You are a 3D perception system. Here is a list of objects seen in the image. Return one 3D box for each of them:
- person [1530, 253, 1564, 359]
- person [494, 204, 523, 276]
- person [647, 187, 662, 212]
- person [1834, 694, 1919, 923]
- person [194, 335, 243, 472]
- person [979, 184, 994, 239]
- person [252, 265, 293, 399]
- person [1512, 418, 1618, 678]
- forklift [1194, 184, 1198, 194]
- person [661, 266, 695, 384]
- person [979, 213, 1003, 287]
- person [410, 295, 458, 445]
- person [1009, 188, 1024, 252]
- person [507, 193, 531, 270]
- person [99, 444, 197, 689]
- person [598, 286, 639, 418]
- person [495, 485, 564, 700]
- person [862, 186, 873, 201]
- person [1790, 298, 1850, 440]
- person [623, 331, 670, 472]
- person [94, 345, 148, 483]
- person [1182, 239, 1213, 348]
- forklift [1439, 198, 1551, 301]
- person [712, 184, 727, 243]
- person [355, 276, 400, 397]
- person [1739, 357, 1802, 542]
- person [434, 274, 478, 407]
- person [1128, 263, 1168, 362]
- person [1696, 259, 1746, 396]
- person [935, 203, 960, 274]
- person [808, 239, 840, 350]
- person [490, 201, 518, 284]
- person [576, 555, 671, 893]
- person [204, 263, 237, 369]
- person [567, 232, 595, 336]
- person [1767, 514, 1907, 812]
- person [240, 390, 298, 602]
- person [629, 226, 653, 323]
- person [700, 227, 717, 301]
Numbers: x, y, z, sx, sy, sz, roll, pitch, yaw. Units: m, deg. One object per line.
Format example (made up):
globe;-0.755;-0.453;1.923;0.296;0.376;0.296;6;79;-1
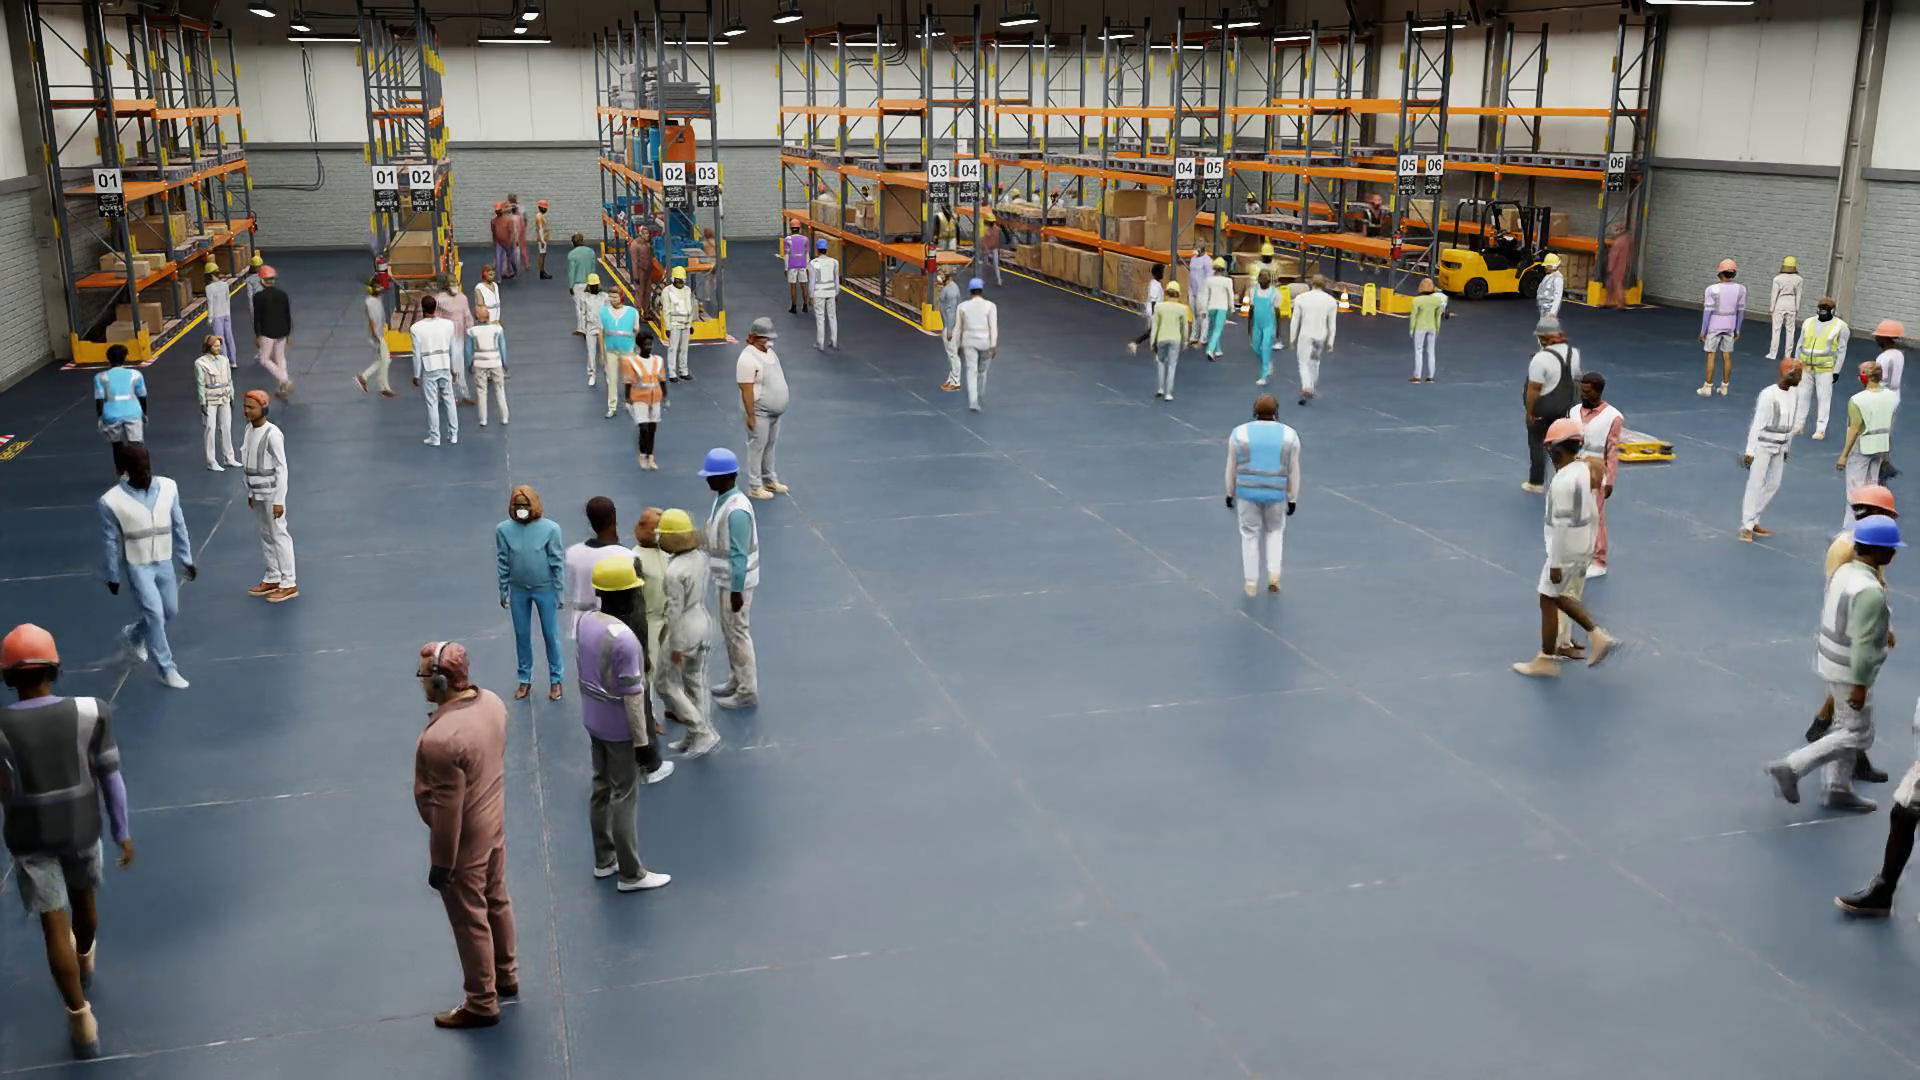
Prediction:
person;9.926;-3.914;28.062;0.404;1.833;0.587;0;15;0
person;-11.373;-7.572;41.905;0.794;1.808;0.644;12;19;38
person;-9.123;-9.507;48.893;1.009;1.936;0.646;14;21;43
person;5.107;1.180;8.744;0.805;1.910;0.688;4;15;16
person;-8.900;-1.642;19.905;0.313;1.634;0.514;6;16;22
person;0.783;-9.569;49.264;0.416;1.918;0.789;-12;19;-39
person;-10.101;-3.047;24.513;0.517;1.980;0.636;8;17;27
person;4.676;0.083;12.681;0.636;2.011;0.650;9;18;32
forklift;7.392;-11.333;53.972;1.873;2.768;1.129;-4;15;-15
person;-4.382;-3.363;25.998;0.404;1.828;0.592;10;18;34
person;0.702;-6.921;39.597;0.523;1.720;0.903;-6;16;-22
person;-6.732;-2.174;21.351;0.587;1.920;0.391;-12;19;-39
person;1.616;-9.292;48.315;0.419;1.821;0.616;12;19;38
person;-11.566;-8.059;43.264;0.725;2.000;1.039;-11;18;-35
person;-6.199;0.166;12.611;0.778;1.888;0.591;9;17;30
person;-4.729;-2.618;23.173;0.564;1.839;0.391;0;15;-1
person;-3.162;0.383;12.291;0.500;1.627;0.278;1;15;3
person;-2.733;-9.536;49.193;0.372;1.853;0.496;-10;18;-33
person;11.224;-2.247;21.770;0.429;1.847;0.625;-12;19;-37
person;-3.697;-1.641;19.780;0.556;1.679;0.454;-13;19;-39
person;-9.504;-1.382;18.881;0.565;1.640;0.898;-8;17;-26
person;4.260;-4.399;29.688;0.372;1.940;0.632;-7;16;-25
forklift;11.913;-6.508;37.130;2.313;2.155;1.214;-4;15;-15
person;-7.428;-10.054;51.181;0.404;1.827;0.590;-9;17;-30
person;-8.736;-3.010;24.677;0.625;1.823;0.596;-1;15;-4
person;8.083;-0.900;16.672;0.744;1.872;0.367;-9;18;-32
person;-7.244;-2.885;24.057;0.881;1.894;0.616;6;16;22
person;3.214;-3.849;28.109;0.629;1.675;0.539;1;15;4
person;11.351;-3.164;24.837;0.614;2.042;0.373;-1;15;-3
person;-0.318;-7.720;42.437;0.644;1.801;0.852;-2;15;-8
person;-2.423;-4.357;29.510;0.613;1.945;0.406;-10;18;-33
person;-10.986;-7.184;40.130;0.610;1.965;0.904;1;15;5
person;-1.914;1.020;9.313;0.381;1.928;0.587;-12;19;-37
person;-12.115;-3.643;27.177;0.316;1.767;0.522;4;15;13
person;-7.082;-4.789;31.173;0.364;1.933;0.630;11;18;36
person;5.427;0.775;10.218;0.592;1.929;0.632;4;15;16
person;-6.147;-0.395;14.725;0.581;1.884;0.351;13;20;40
person;-6.288;-5.280;33.087;0.400;1.900;0.644;5;16;20
person;-5.465;-6.024;36.401;0.522;1.619;0.616;-4;15;-16
